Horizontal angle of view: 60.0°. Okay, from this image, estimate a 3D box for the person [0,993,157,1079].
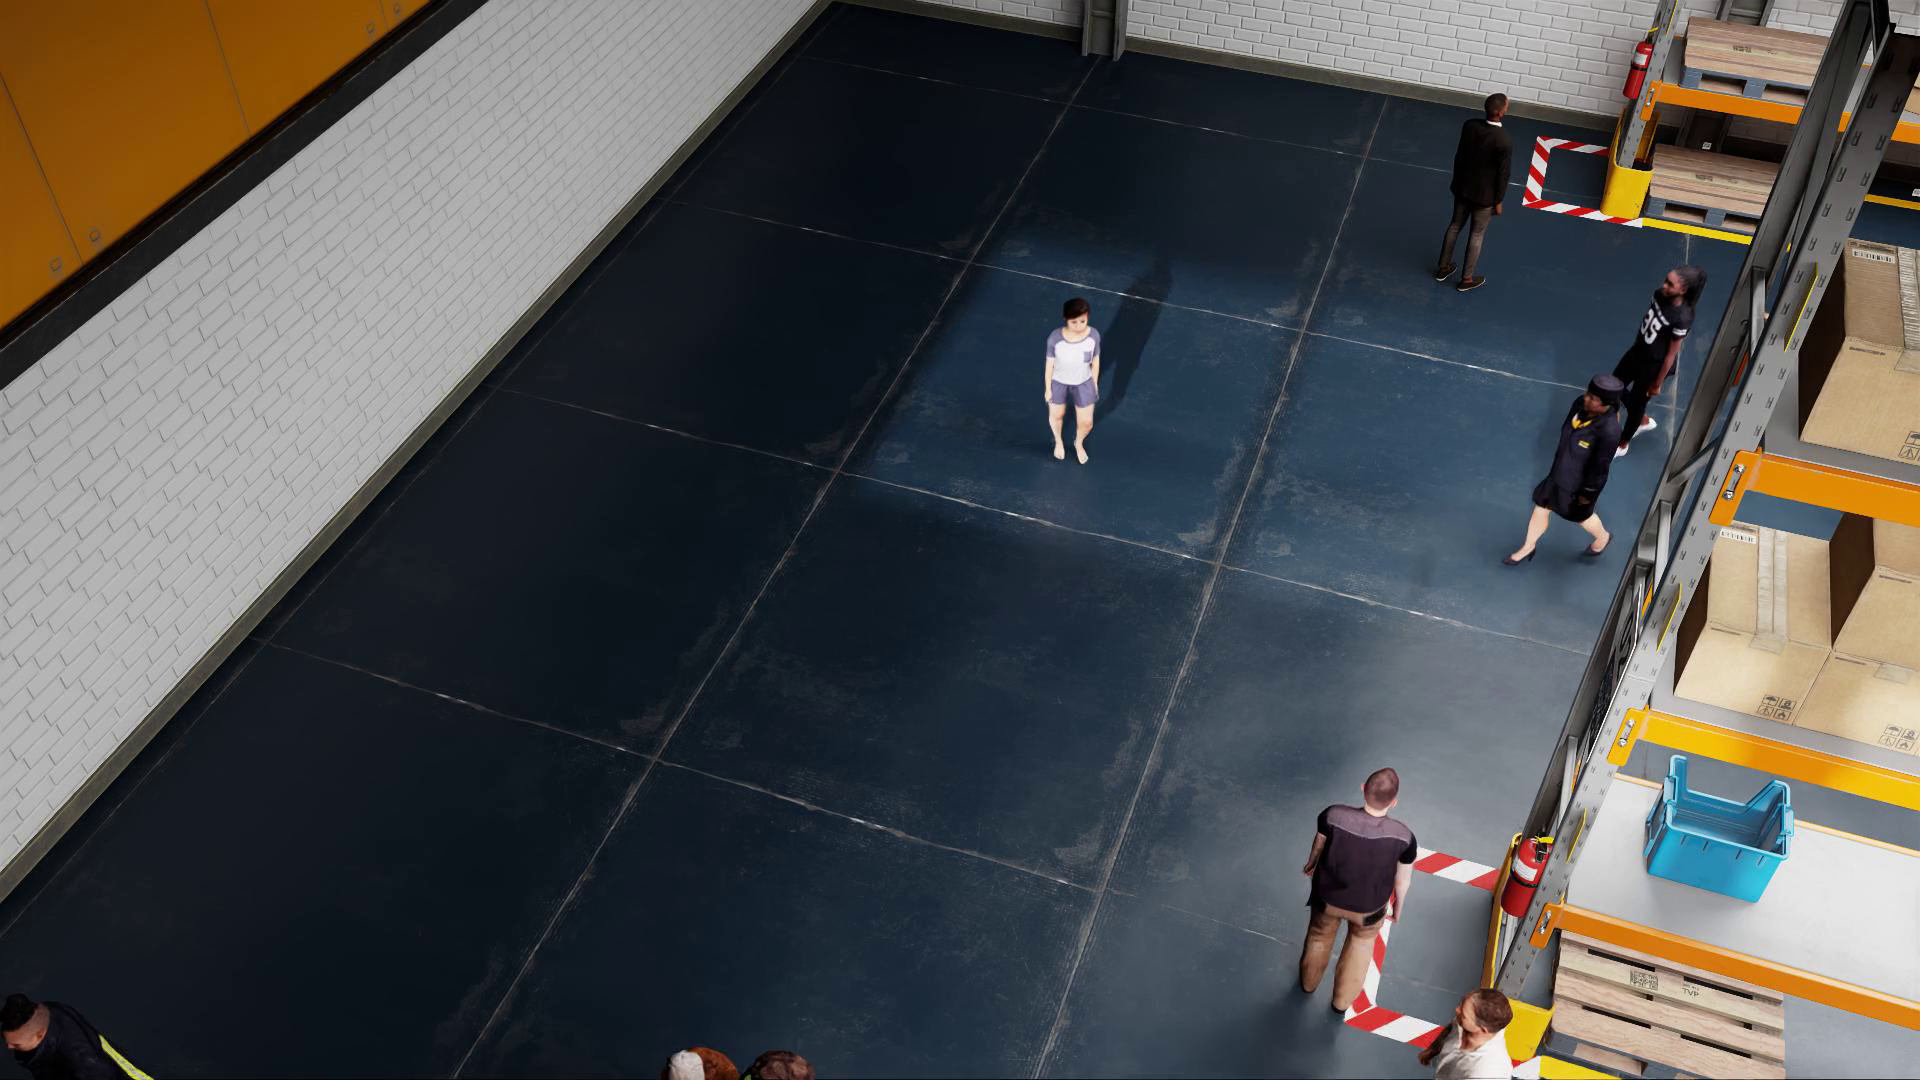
[{"bbox_3d":[-4.183,2.719,8.032,0.995,1.829,0.986,24,49,23],"label":"person"}]

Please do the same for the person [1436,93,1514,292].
[{"bbox_3d":[4.343,-2.930,13.982,0.800,1.800,0.679,-30,51,-28],"label":"person"}]

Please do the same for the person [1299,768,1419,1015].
[{"bbox_3d":[2.054,1.937,8.860,0.628,1.818,0.758,13,45,14],"label":"person"}]

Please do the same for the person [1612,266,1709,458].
[{"bbox_3d":[5.185,-1.313,12.341,0.847,1.724,0.780,-6,44,-6],"label":"person"}]

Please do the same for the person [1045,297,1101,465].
[{"bbox_3d":[0.817,-1.204,12.360,0.655,1.539,0.724,-1,44,-1],"label":"person"}]

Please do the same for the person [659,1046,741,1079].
[{"bbox_3d":[-1.214,2.877,8.018,0.885,1.619,0.863,0,44,0],"label":"person"}]

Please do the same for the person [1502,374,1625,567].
[{"bbox_3d":[4.333,-0.435,11.477,1.174,1.645,1.026,-8,44,-8],"label":"person"}]
